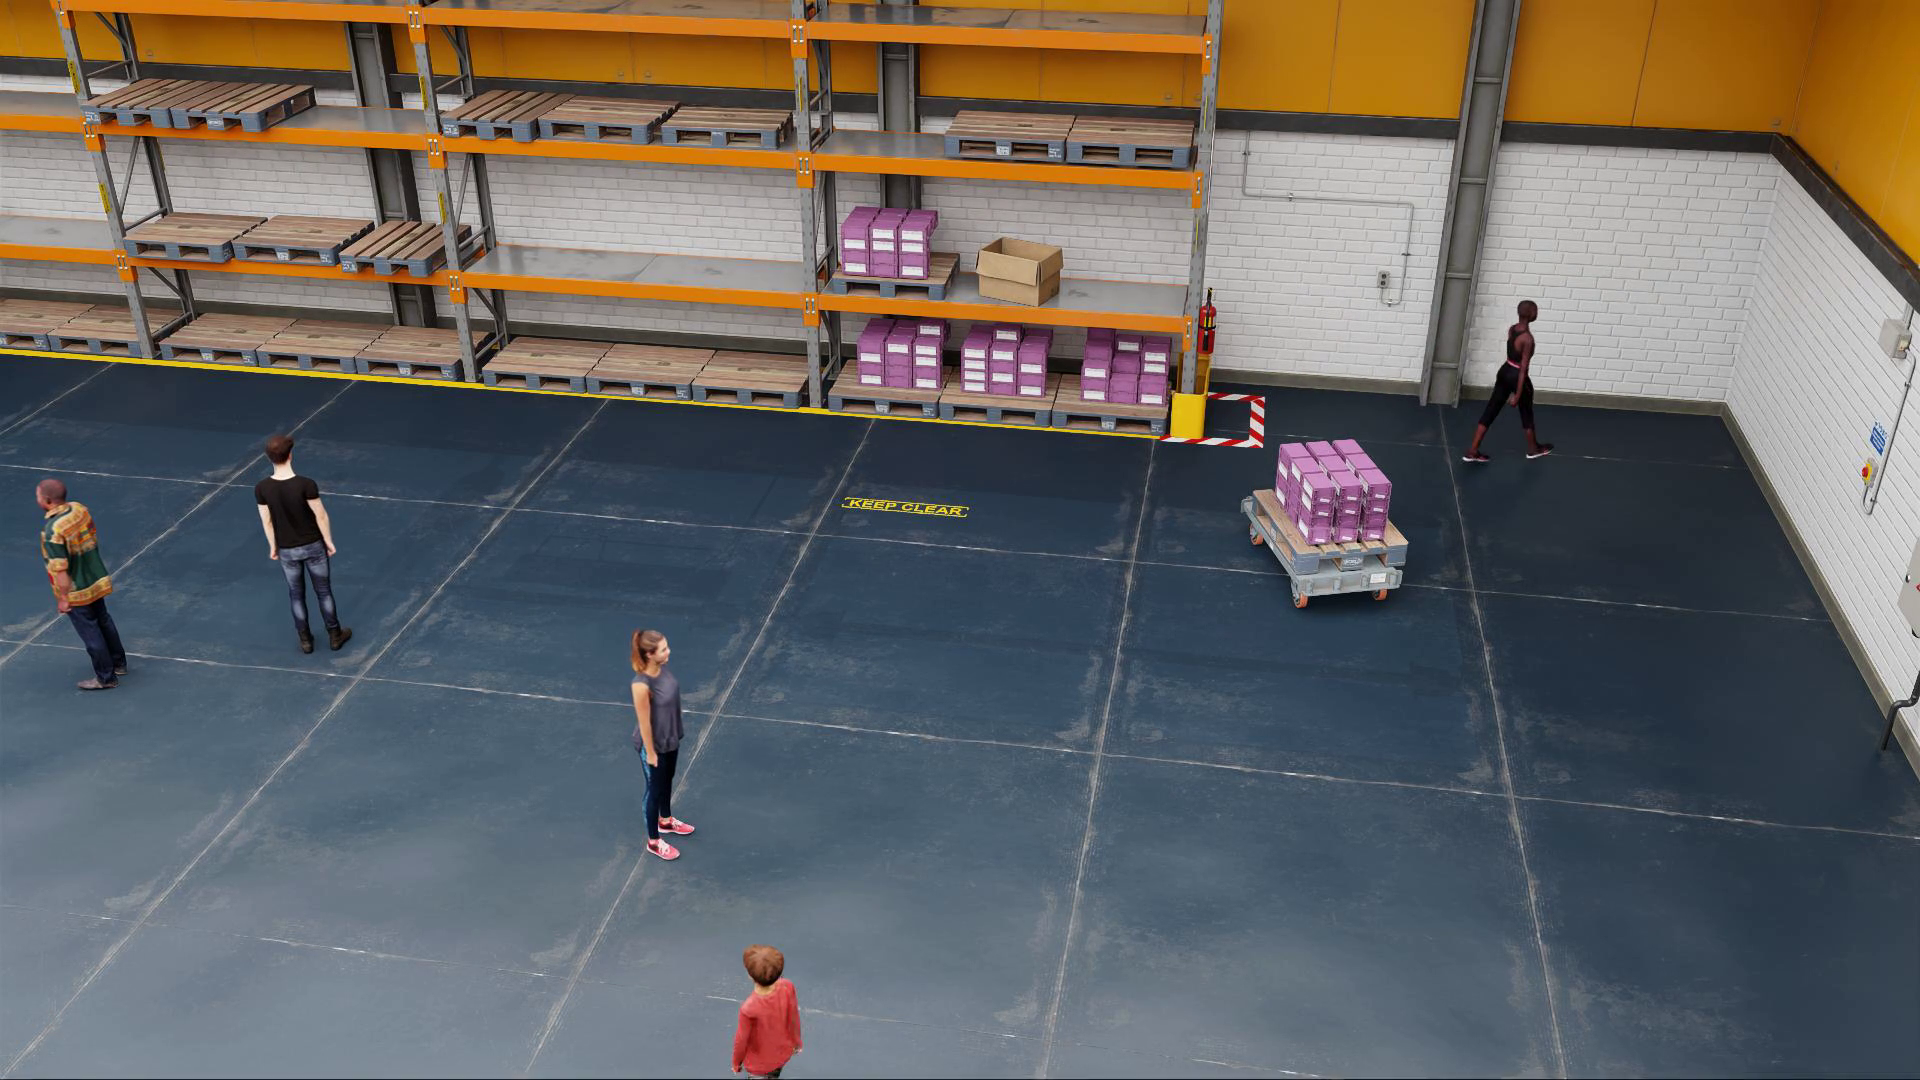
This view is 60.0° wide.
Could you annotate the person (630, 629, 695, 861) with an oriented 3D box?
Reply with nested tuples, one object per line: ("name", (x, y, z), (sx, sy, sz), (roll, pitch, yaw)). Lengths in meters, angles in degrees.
("person", (-2.032, 1.343, 11.214), (0.540, 1.722, 0.578), (7, 29, 12))

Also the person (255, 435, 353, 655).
("person", (-5.319, 0.046, 13.411), (0.646, 1.896, 0.798), (-5, 29, -9))

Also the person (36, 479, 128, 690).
("person", (-6.860, 0.333, 12.978), (0.686, 1.807, 0.723), (2, 29, 3))

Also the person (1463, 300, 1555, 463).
("person", (5.385, -1.530, 16.491), (1.243, 1.713, 0.949), (-8, 30, -14))

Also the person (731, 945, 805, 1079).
("person", (-0.994, 2.787, 8.917), (0.951, 1.387, 0.816), (24, 37, 37))
